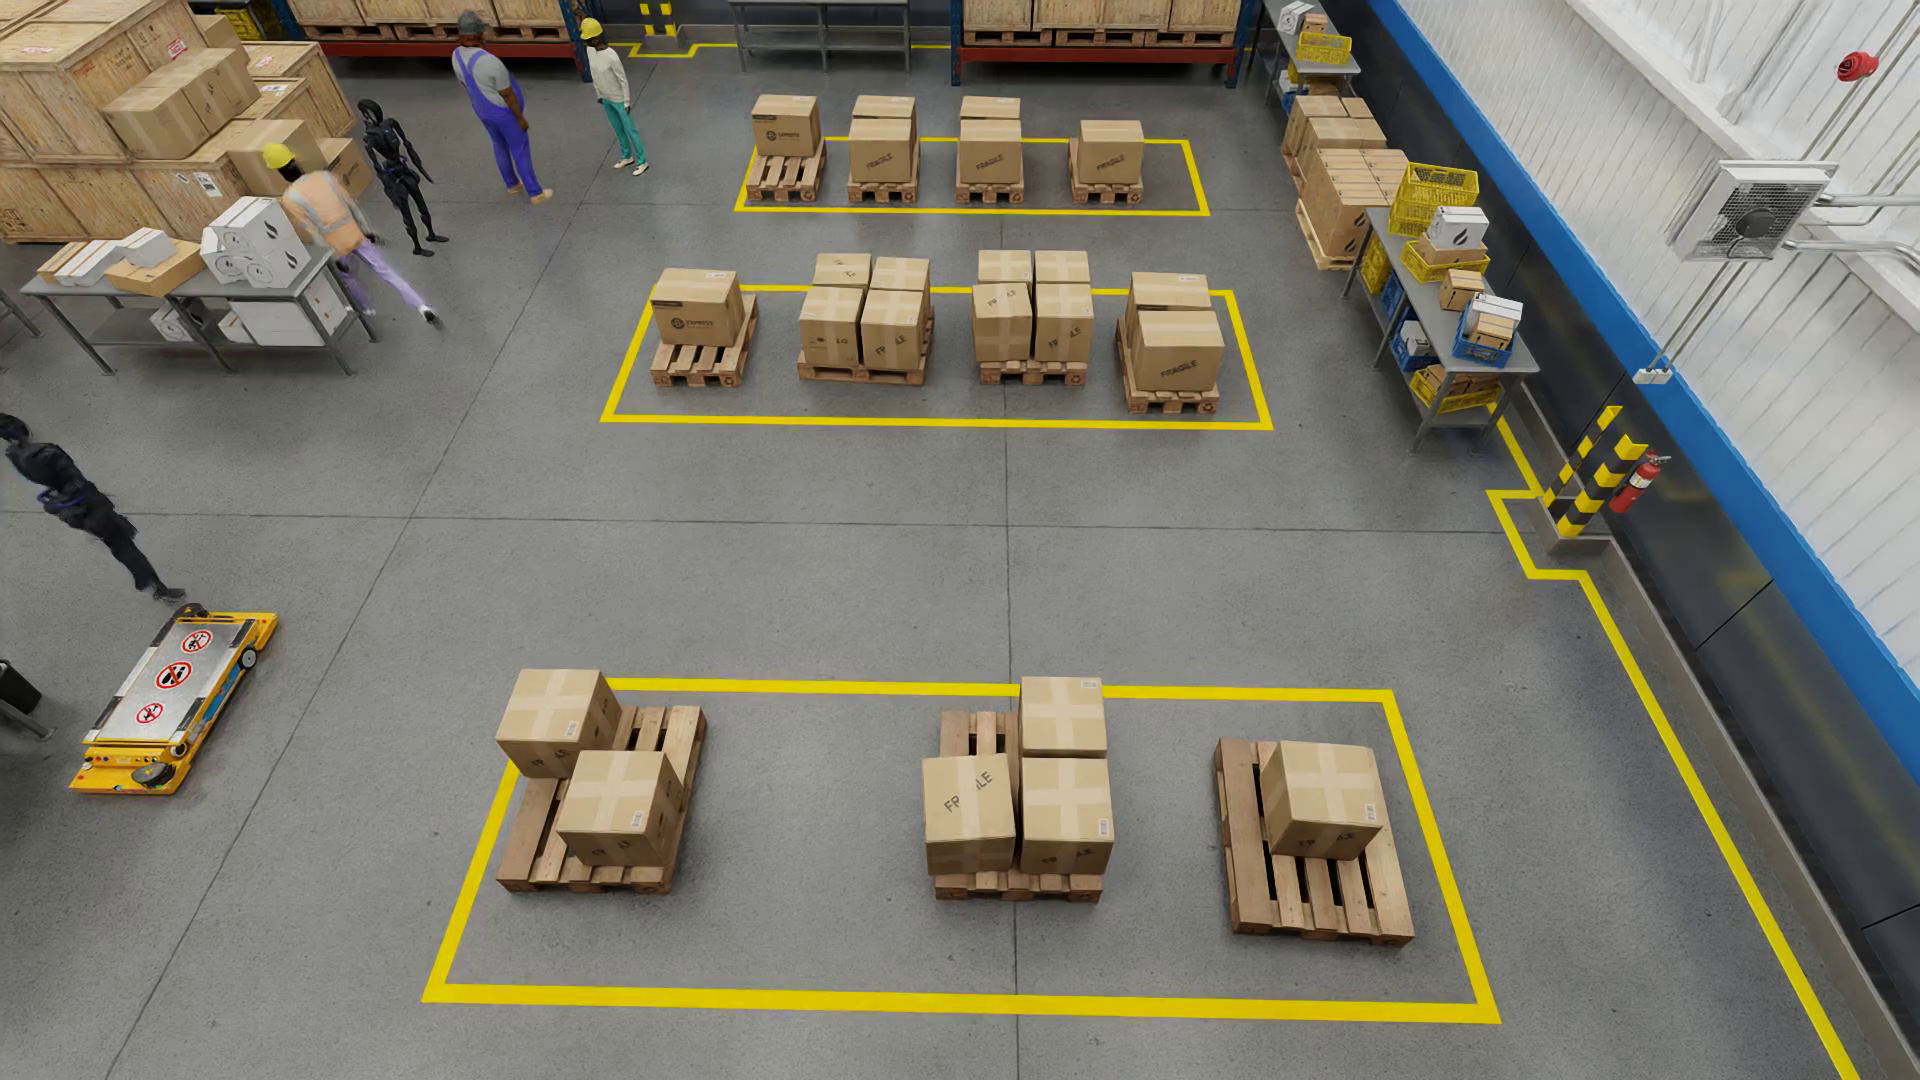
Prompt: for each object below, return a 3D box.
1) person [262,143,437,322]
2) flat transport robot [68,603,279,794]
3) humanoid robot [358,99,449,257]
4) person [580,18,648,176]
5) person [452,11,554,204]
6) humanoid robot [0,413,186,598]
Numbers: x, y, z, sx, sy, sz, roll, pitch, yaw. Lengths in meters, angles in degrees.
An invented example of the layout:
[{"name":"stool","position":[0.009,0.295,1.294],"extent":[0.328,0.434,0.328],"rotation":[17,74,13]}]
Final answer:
[{"name":"person","position":[-5.840,-2.869,8.764],"extent":[1.049,1.852,0.613],"rotation":[17,52,14]},{"name":"flat transport robot","position":[-5.504,1.072,6.442],"extent":[0.652,0.197,1.431],"rotation":[1,50,1]},{"name":"humanoid robot","position":[-5.905,-3.825,9.680],"extent":[0.349,1.648,0.573],"rotation":[10,50,8]},{"name":"person","position":[-4.088,-5.188,10.776],"extent":[0.532,1.765,0.325],"rotation":[27,55,21]},{"name":"person","position":[-5.153,-4.848,10.310],"extent":[0.685,2.000,0.535],"rotation":[24,54,19]},{"name":"humanoid robot","position":[-6.309,-0.223,6.646],"extent":[0.662,1.632,0.386],"rotation":[14,51,11]}]
